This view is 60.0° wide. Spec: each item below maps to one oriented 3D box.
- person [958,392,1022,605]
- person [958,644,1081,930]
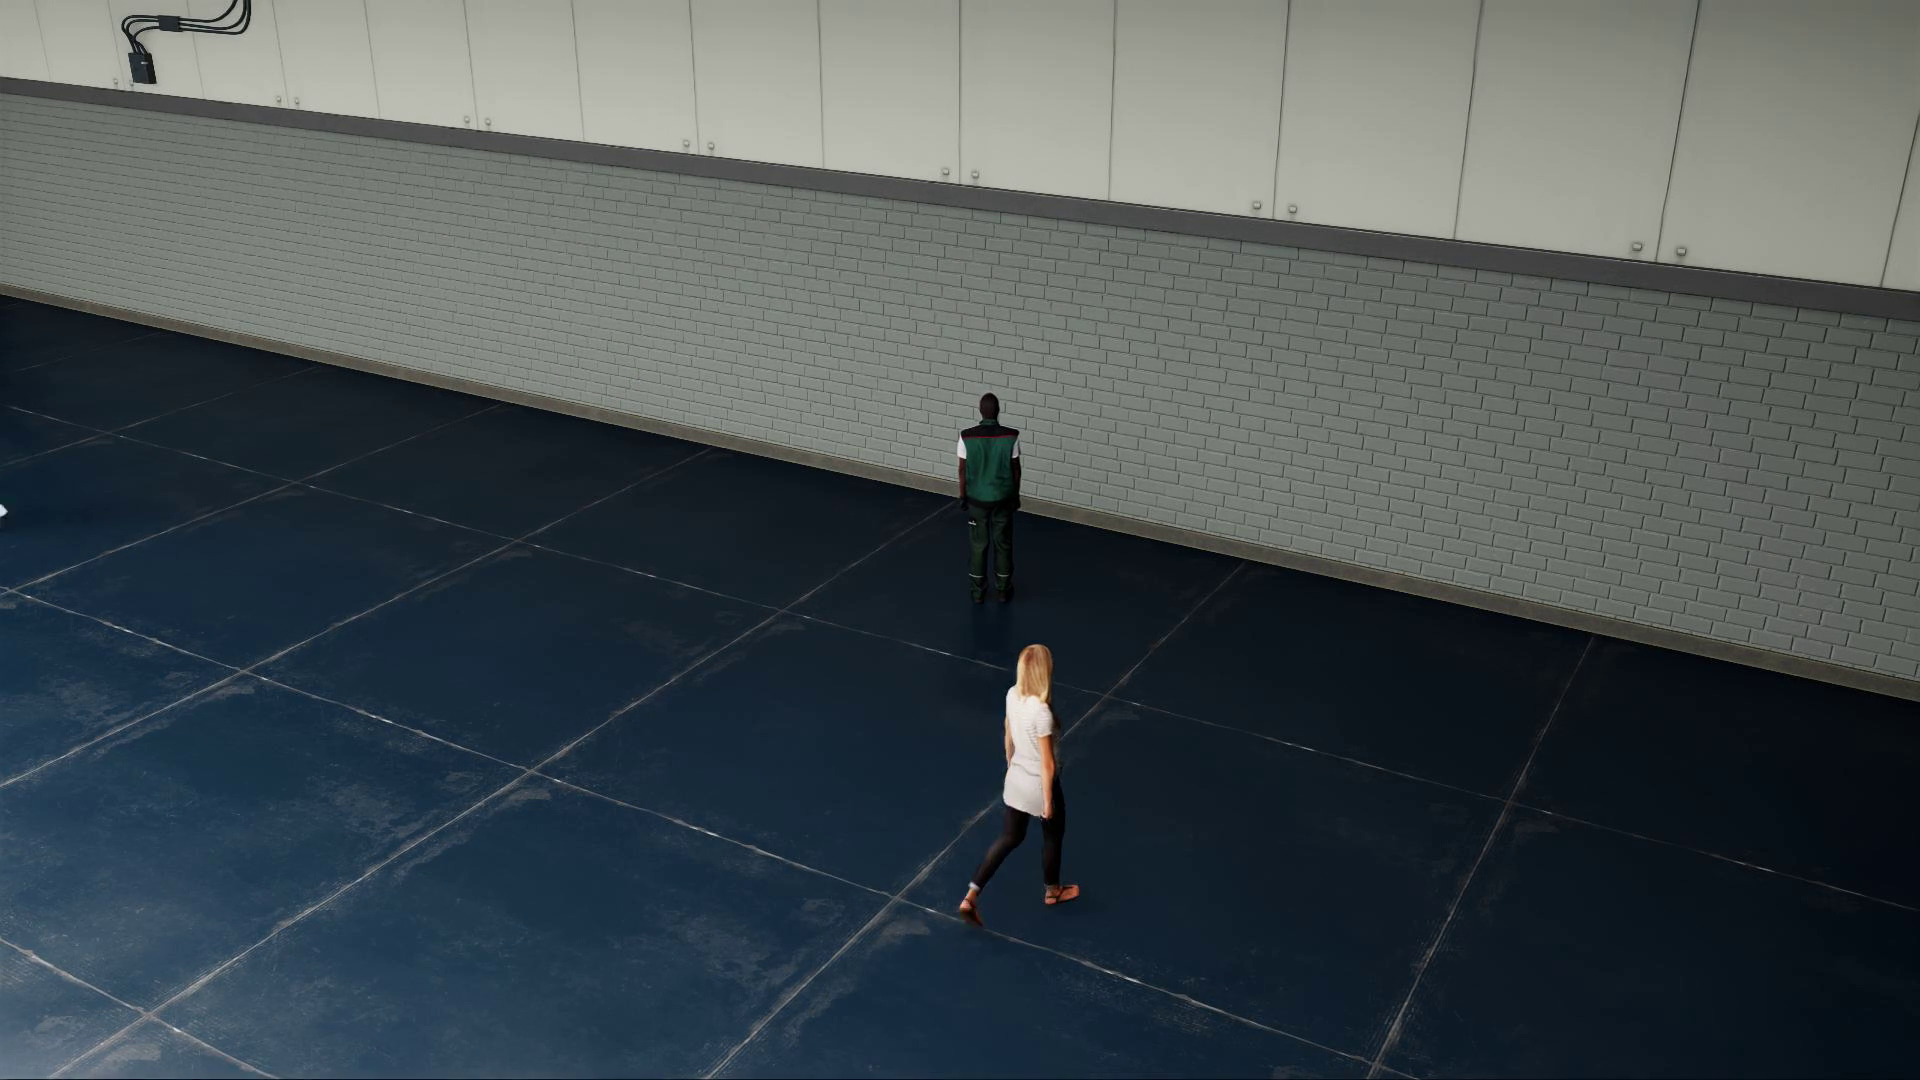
[{"bbox_3d":[0.252,-0.347,13.823,0.782,1.839,0.788,0,23,0],"label":"person"},{"bbox_3d":[0.342,1.464,9.615,1.207,1.799,0.903,-17,28,-35],"label":"person"}]
